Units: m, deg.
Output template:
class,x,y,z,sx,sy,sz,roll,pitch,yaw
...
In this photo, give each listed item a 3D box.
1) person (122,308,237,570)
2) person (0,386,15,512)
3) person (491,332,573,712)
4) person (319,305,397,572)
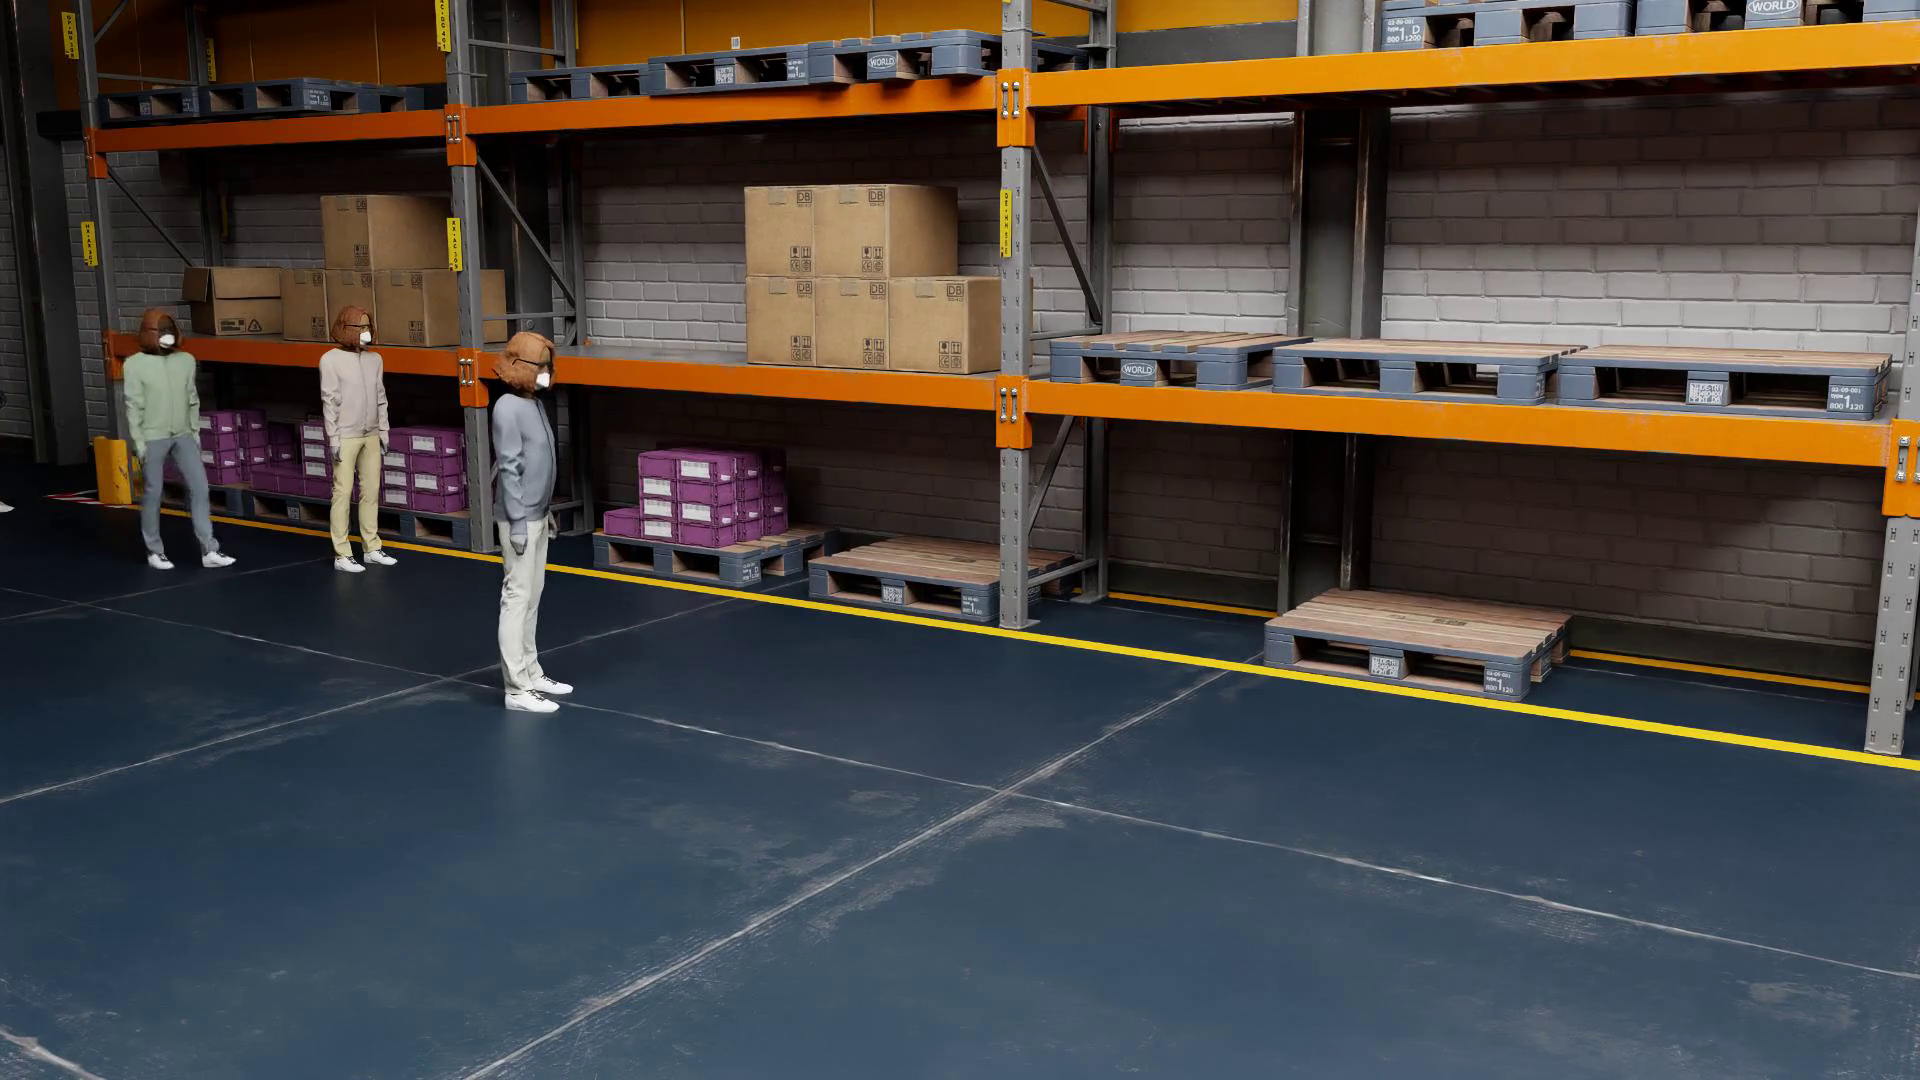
class,x,y,z,sx,sy,sz,roll,pitch,yaw
person,-4.770,-0.593,10.121,0.718,1.605,0.517,6,12,32
person,-7.262,-1.111,12.158,0.403,1.906,0.651,3,11,16
person,-1.867,-0.082,7.212,0.278,1.633,0.498,0,10,0
person,-3.707,-0.622,10.228,0.277,1.629,0.496,5,11,26
